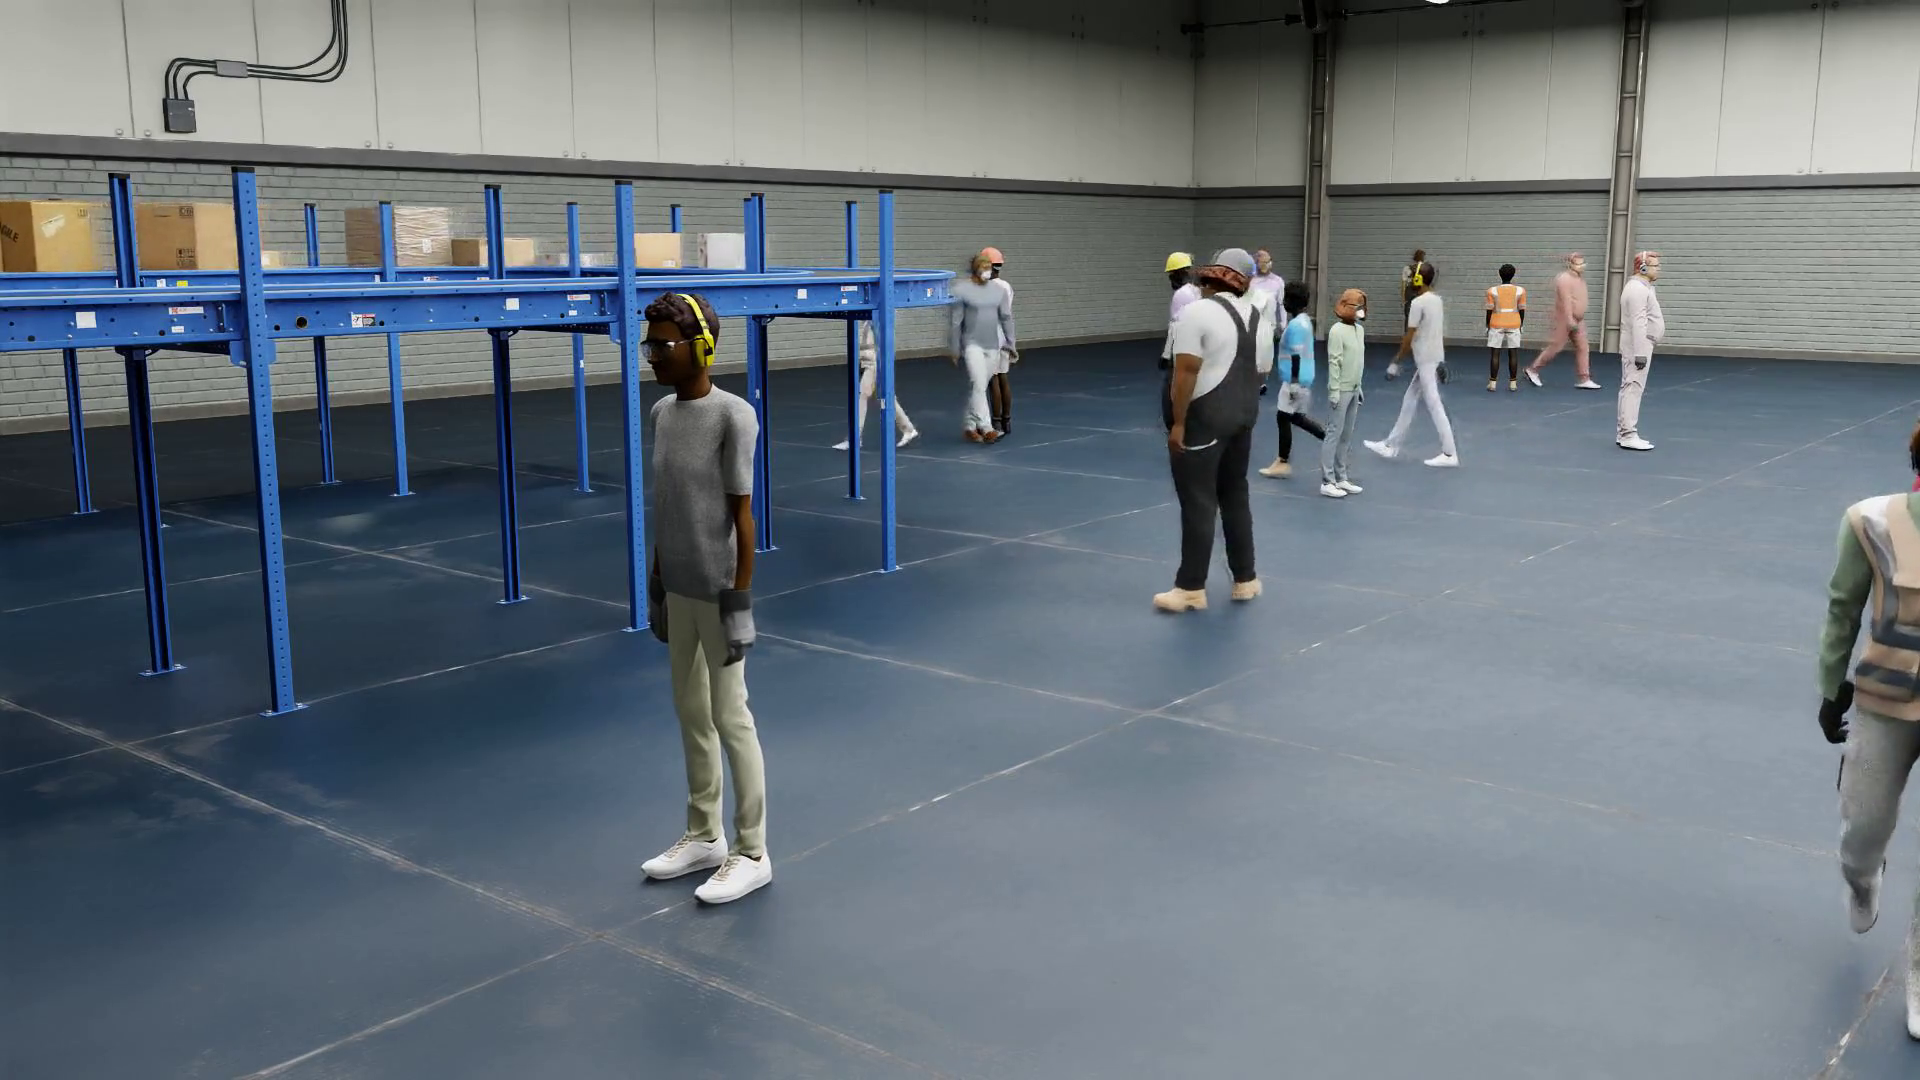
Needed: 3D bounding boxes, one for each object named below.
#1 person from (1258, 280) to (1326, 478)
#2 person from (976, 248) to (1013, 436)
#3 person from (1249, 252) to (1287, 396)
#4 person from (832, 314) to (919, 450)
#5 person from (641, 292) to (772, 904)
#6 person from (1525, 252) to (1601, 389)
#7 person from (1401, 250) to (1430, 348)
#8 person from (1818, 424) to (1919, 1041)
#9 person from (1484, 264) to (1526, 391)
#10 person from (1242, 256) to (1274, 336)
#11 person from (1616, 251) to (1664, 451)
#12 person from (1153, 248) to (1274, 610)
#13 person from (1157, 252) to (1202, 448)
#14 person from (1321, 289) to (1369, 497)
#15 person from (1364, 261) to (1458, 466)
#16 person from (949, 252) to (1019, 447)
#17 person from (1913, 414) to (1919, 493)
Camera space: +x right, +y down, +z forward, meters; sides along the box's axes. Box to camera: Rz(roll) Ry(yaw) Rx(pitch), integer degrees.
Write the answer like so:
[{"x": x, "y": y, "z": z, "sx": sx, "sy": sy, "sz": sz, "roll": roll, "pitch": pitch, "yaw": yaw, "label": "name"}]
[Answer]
[{"x": 2.933, "y": -1.363, "z": 14.163, "sx": 0.652, "sy": 1.681, "sz": 0.538, "roll": 3, "pitch": 11, "yaw": 18, "label": "person"}, {"x": 0.330, "y": -2.056, "z": 17.272, "sx": 0.377, "sy": 1.936, "sz": 0.549, "roll": 6, "pitch": 12, "yaw": 28, "label": "person"}, {"x": 3.947, "y": -2.822, "z": 21.734, "sx": 0.670, "sy": 1.852, "sz": 1.014, "roll": -1, "pitch": 10, "yaw": -7, "label": "person"}, {"x": -0.800, "y": -1.678, "z": 16.119, "sx": 0.848, "sy": 1.599, "sz": 0.530, "roll": -2, "pitch": 10, "yaw": -11, "label": "person"}, {"x": -0.800, "y": 0.174, "z": 5.142, "sx": 0.515, "sy": 1.865, "sz": 0.313, "roll": 10, "pitch": 14, "yaw": 44, "label": "person"}, {"x": 8.302, "y": -3.014, "z": 22.815, "sx": 0.630, "sy": 1.862, "sz": 0.971, "roll": -10, "pitch": 14, "yaw": -43, "label": "person"}, {"x": 8.602, "y": -4.545, "z": 31.403, "sx": 0.539, "sy": 1.826, "sz": 0.384, "roll": 4, "pitch": 11, "yaw": 20, "label": "person"}, {"x": 2.542, "y": 0.433, "z": 4.372, "sx": 0.524, "sy": 1.623, "sz": 0.590, "roll": 5, "pitch": 11, "yaw": 27, "label": "person"}, {"x": 7.339, "y": -2.864, "z": 22.416, "sx": 0.533, "sy": 1.697, "sz": 0.319, "roll": 2, "pitch": 10, "yaw": 10, "label": "person"}, {"x": 2.668, "y": -1.771, "z": 15.873, "sx": 0.608, "sy": 1.896, "sz": 0.990, "roll": 0, "pitch": 10, "yaw": 0, "label": "person"}, {"x": 6.622, "y": -1.844, "z": 16.187, "sx": 0.407, "sy": 1.908, "sz": 0.641, "roll": 3, "pitch": 11, "yaw": 17, "label": "person"}, {"x": 1.361, "y": -0.640, "z": 9.260, "sx": 0.804, "sy": 2.000, "sz": 0.533, "roll": -9, "pitch": 14, "yaw": -41, "label": "person"}, {"x": 2.148, "y": -1.824, "z": 16.106, "sx": 0.449, "sy": 1.902, "sz": 0.581, "roll": 3, "pitch": 11, "yaw": 16, "label": "person"}, {"x": 3.073, "y": -1.172, "z": 13.223, "sx": 0.276, "sy": 1.631, "sz": 0.507, "roll": 8, "pitch": 13, "yaw": 37, "label": "person"}, {"x": 4.112, "y": -1.593, "z": 15.044, "sx": 0.979, "sy": 1.820, "sz": 0.508, "roll": 7, "pitch": 12, "yaw": 33, "label": "person"}, {"x": 0.252, "y": -1.874, "z": 16.412, "sx": 0.633, "sy": 1.886, "sz": 0.981, "roll": -6, "pitch": 12, "yaw": -32, "label": "person"}, {"x": 6.940, "y": -0.958, "z": 11.761, "sx": 0.772, "sy": 1.737, "sz": 0.529, "roll": 6, "pitch": 12, "yaw": 30, "label": "person"}]
